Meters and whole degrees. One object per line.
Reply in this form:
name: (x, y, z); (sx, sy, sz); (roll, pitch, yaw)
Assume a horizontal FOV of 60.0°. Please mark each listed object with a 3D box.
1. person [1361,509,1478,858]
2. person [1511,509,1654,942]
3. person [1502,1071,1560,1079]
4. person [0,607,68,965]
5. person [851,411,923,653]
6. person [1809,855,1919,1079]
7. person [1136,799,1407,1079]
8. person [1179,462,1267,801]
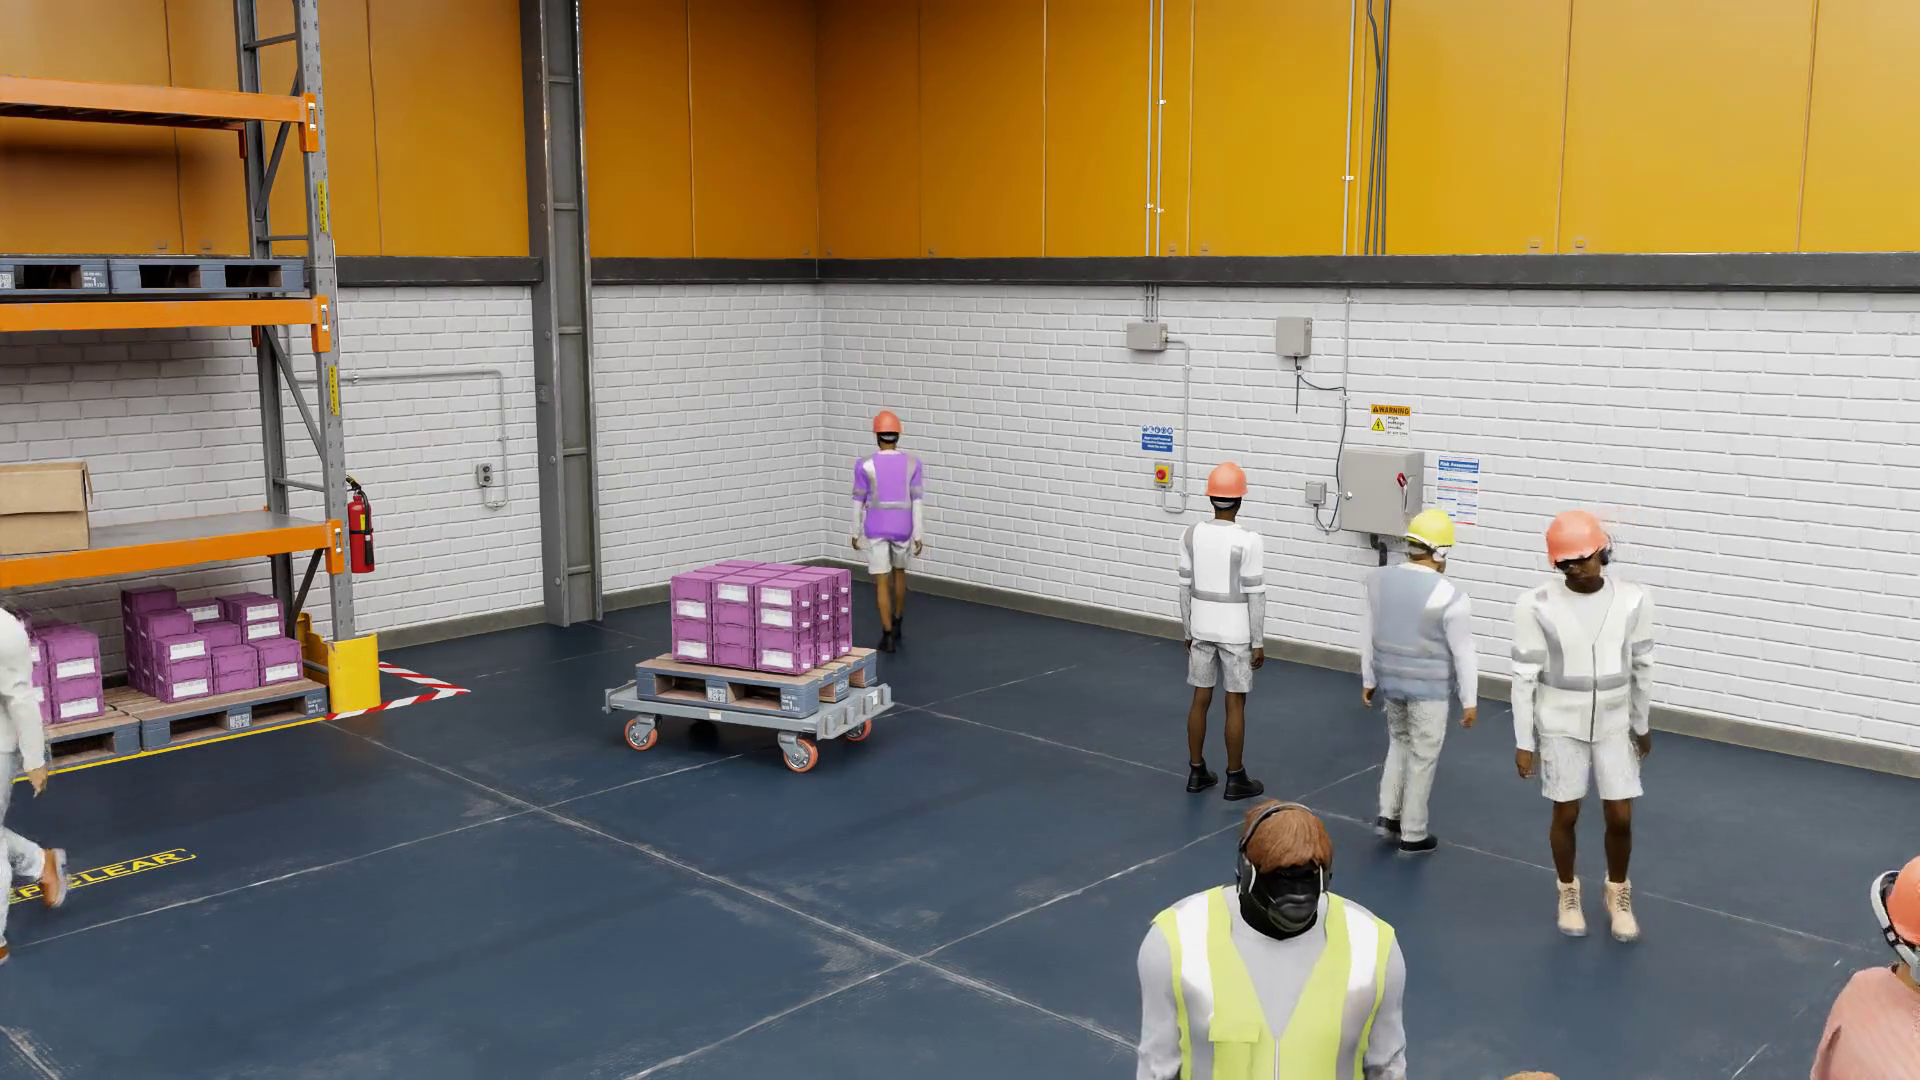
person: (2.369, 0.742, 8.539); (0.453, 1.820, 0.626); (-8, 12, -40)
person: (2.782, 0.836, 7.447); (0.660, 1.991, 0.561); (1, 9, 4)
person: (0.970, 1.733, 3.106); (0.578, 1.600, 0.523); (1, 9, 8)
person: (-4.275, 0.902, 7.318); (0.671, 1.907, 0.765); (2, 9, 12)
person: (-0.602, -0.088, 13.397); (0.555, 1.902, 0.854); (-2, 10, -14)
person: (1.864, 1.534, 3.302); (0.429, 1.955, 0.635); (4, 10, 22)
person: (0.734, 1.493, 3.956); (0.641, 1.833, 0.431); (1, 9, 5)
person: (1.512, 0.521, 9.535); (0.547, 1.942, 0.345); (8, 12, 39)
